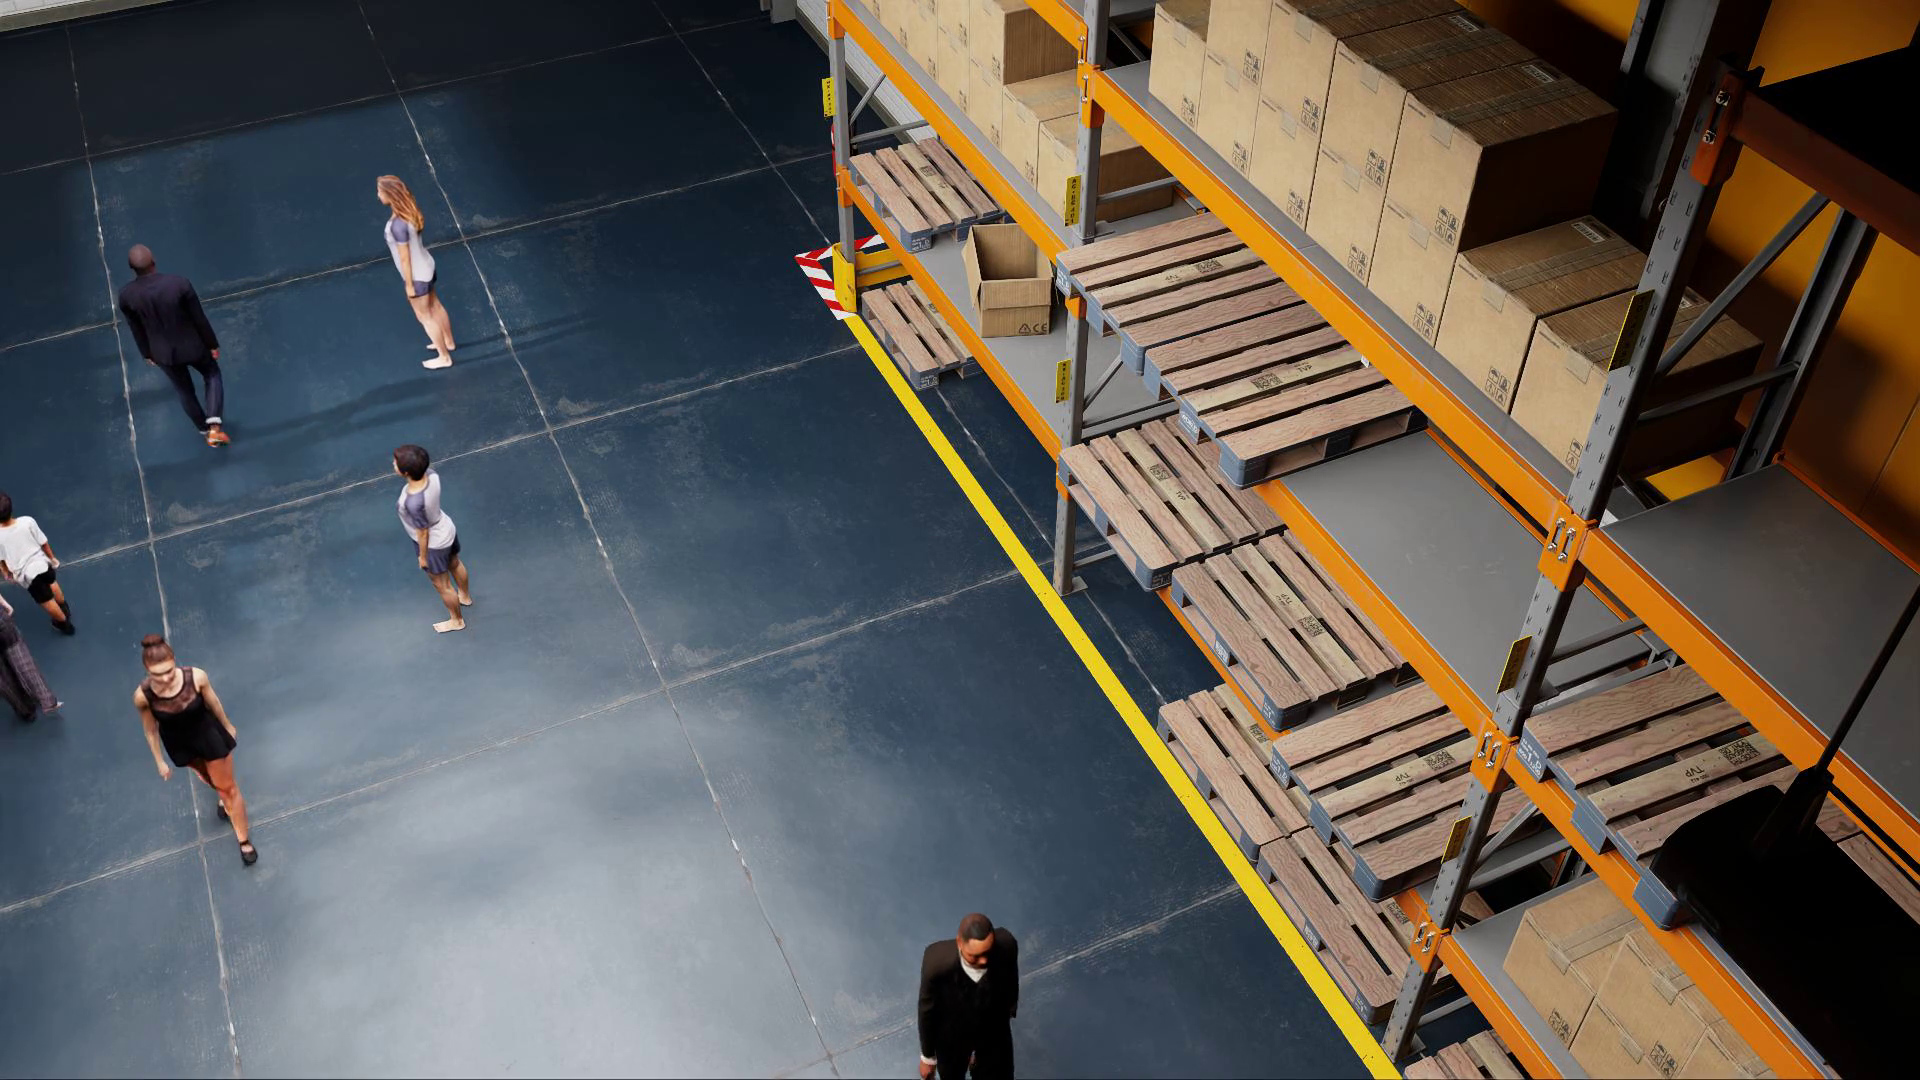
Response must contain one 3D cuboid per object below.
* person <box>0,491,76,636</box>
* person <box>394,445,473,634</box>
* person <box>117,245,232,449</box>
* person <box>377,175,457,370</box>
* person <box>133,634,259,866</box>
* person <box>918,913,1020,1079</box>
[{"bbox_3d":[-6.237,0.186,11.196,0.684,1.245,0.614,26,49,25],"label":"person"},{"bbox_3d":[-3.548,-0.033,11.194,0.703,1.566,0.596,1,44,1],"label":"person"},{"bbox_3d":[-5.831,-1.375,12.424,0.755,1.811,0.796,-12,45,-13],"label":"person"},{"bbox_3d":[-4.319,-2.143,13.295,0.743,1.723,0.610,-2,44,-2],"label":"person"},{"bbox_3d":[-4.570,1.116,9.926,0.621,1.652,0.938,-15,46,-15],"label":"person"},{"bbox_3d":[0.022,2.358,8.451,0.794,1.888,0.778,-7,44,-8],"label":"person"}]
